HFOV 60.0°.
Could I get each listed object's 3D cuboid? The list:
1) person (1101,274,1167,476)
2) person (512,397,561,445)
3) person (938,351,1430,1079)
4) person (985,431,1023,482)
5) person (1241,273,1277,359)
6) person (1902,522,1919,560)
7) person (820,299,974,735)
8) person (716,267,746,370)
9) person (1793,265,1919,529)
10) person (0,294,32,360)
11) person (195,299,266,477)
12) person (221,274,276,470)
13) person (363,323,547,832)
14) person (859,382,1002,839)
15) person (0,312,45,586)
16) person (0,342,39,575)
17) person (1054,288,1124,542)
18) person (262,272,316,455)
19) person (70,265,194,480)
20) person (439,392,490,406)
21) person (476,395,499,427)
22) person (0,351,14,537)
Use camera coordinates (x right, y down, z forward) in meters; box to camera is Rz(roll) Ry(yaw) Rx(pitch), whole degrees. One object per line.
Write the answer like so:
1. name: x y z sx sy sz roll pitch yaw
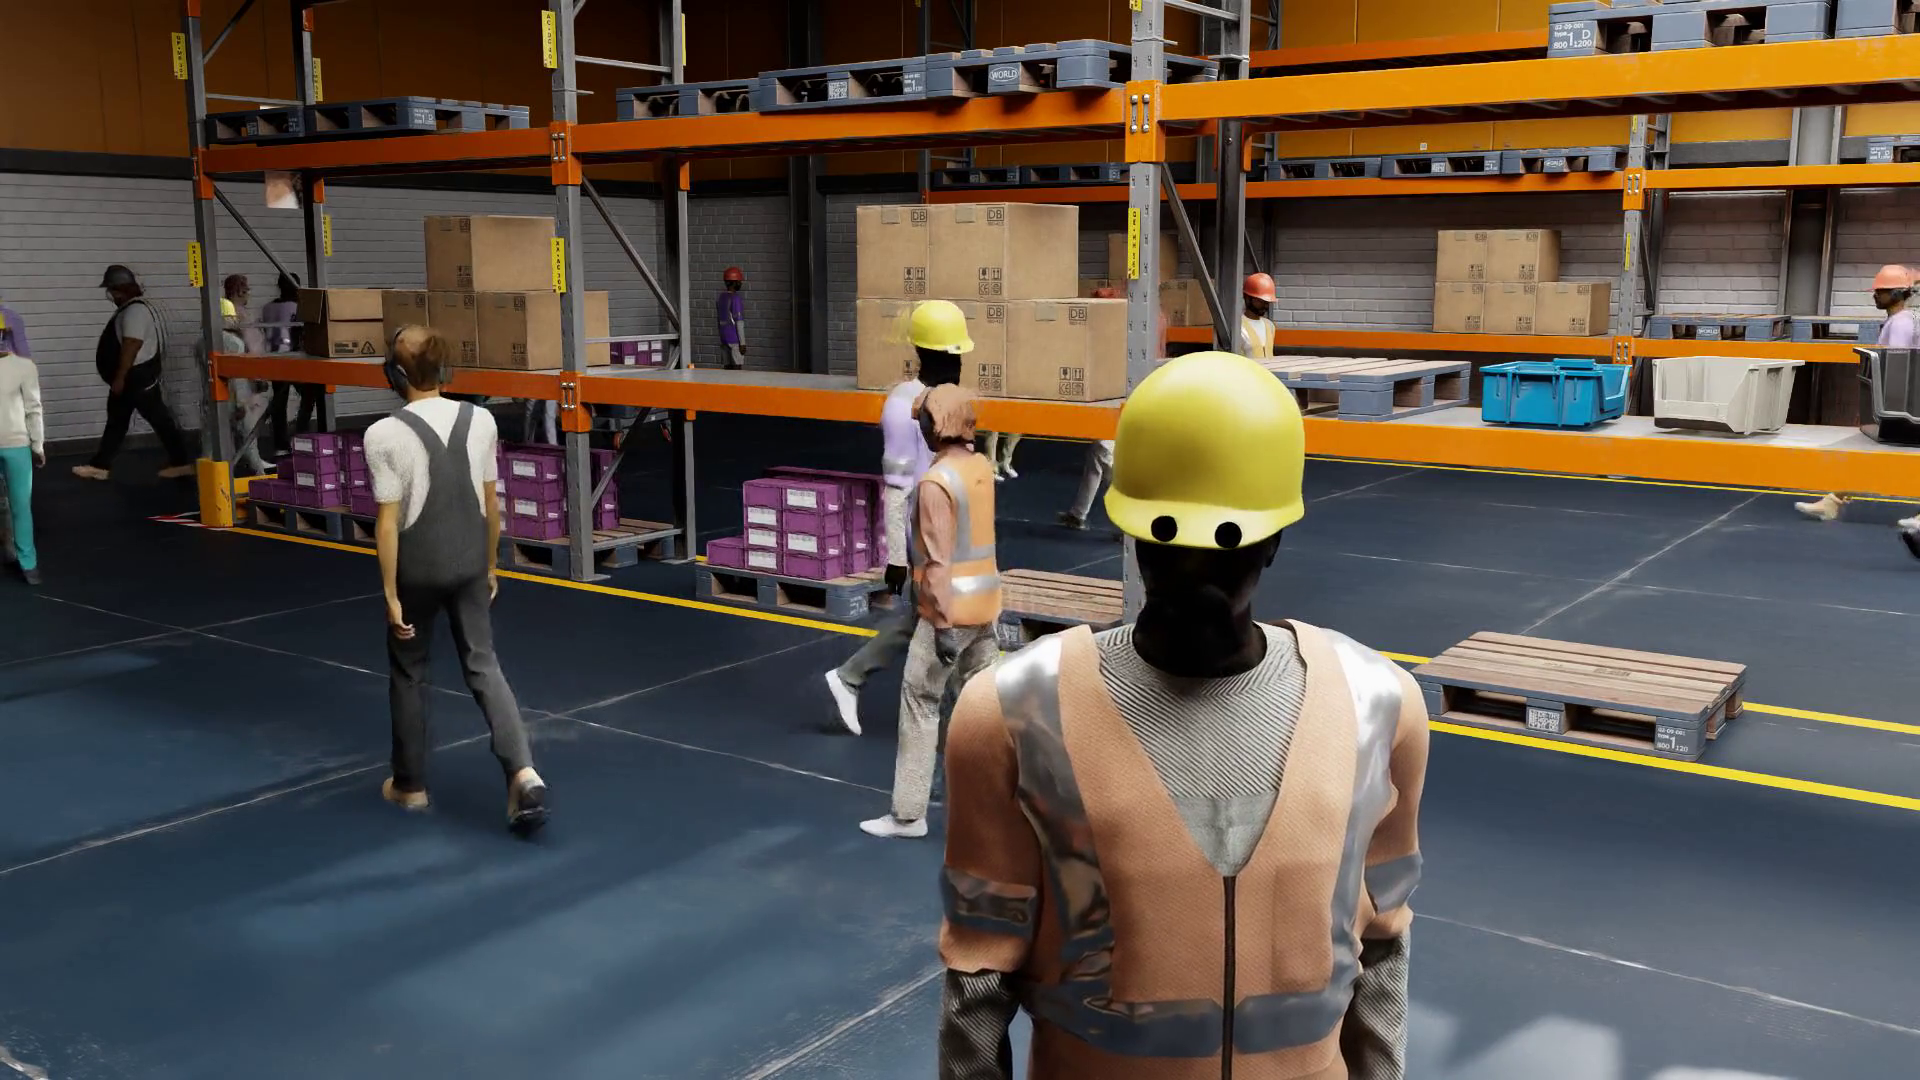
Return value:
1. person: 1.692 -1.504 15.291 0.642 1.951 1.022 -7 12 -35
2. person: -3.853 -1.432 15.229 0.531 1.815 0.905 -3 10 -19
3. person: 0.272 0.738 1.988 0.594 1.922 0.375 -2 10 -9
4. person: 0.384 -1.335 15.250 0.526 1.618 0.384 -8 12 -39
5. person: 2.262 -1.092 12.877 0.542 1.929 0.368 -8 12 -40
6. person: 6.466 -0.632 10.667 0.494 1.751 0.536 2 10 10
7. person: -0.182 -0.041 6.795 0.888 1.882 0.608 4 10 23
8. person: -3.027 -2.672 22.253 0.361 1.939 0.543 -8 12 -39
9. person: 7.007 -1.074 12.608 1.038 1.991 0.618 4 10 21
10. person: -8.733 -1.428 15.012 0.641 1.884 0.717 1 10 3
11. person: -6.181 -1.182 14.083 0.497 1.695 0.813 3 10 15
12. person: -6.942 -1.616 16.094 0.674 1.889 0.426 8 13 40
13. person: -1.813 0.139 5.909 0.523 1.817 0.869 -8 13 -41
14. person: 0.060 0.257 5.776 0.713 1.611 0.521 4 10 24
15. person: -5.926 -0.566 10.236 0.531 1.766 0.328 -7 12 -34
16. person: -6.467 -0.657 10.844 1.031 1.761 0.608 7 12 35
17. person: 1.037 -0.917 12.157 0.581 1.835 1.005 -9 13 -43
18. person: -7.003 -1.833 17.375 0.602 1.897 0.527 4 10 20
19. person: -7.659 -1.560 15.329 1.015 2.000 0.691 -6 11 -33
20. person: -4.339 -1.328 14.184 0.699 1.972 0.471 -8 13 -41
21. person: -5.942 -2.216 19.897 0.579 1.817 0.744 8 12 40
22. person: -7.179 -0.848 12.221 0.553 1.647 0.859 -4 10 -24
